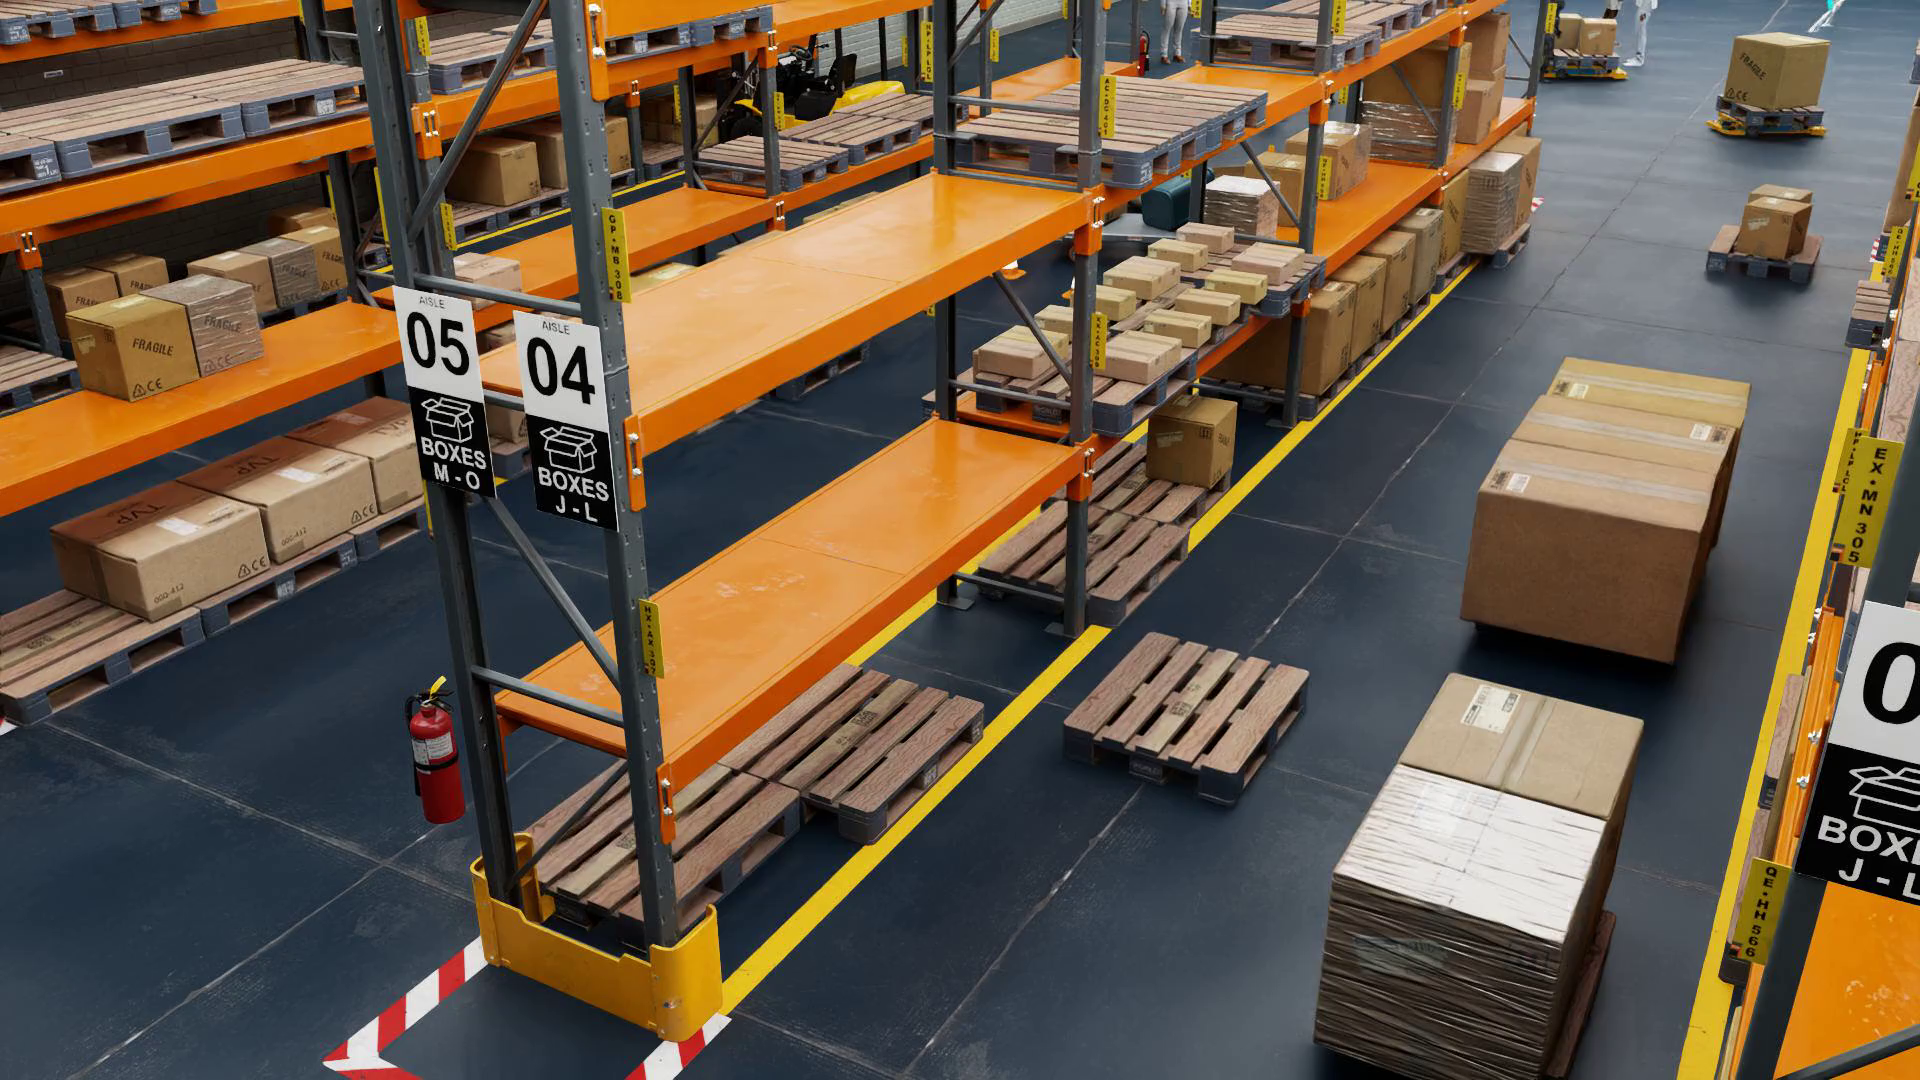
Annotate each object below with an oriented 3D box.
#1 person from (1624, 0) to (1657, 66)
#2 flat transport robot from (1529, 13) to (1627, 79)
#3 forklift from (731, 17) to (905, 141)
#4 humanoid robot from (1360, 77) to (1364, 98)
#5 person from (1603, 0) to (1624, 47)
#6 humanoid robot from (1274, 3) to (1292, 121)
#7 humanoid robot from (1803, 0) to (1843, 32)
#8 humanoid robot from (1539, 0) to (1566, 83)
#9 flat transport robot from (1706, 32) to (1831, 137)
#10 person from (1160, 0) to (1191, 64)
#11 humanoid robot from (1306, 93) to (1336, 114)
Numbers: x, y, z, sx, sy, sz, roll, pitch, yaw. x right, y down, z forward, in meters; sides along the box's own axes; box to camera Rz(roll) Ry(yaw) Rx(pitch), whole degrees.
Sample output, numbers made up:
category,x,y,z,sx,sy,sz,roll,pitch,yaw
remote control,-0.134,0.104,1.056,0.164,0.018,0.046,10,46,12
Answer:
category,x,y,z,sx,sy,sz,roll,pitch,yaw
person,11.604,-9.018,28.204,0.377,1.907,0.675,6,26,13
flat transport robot,10.238,-7.810,27.570,1.431,0.231,0.659,2,26,5
forklift,-1.819,-5.975,21.543,2.313,2.155,1.214,14,29,26
humanoid robot,6.245,-7.613,25.500,0.883,1.783,0.564,1,26,2
person,11.870,-9.946,30.057,0.368,1.964,0.603,1,26,2
humanoid robot,4.675,-6.946,24.156,0.376,1.639,0.608,-15,29,-28
humanoid robot,16.535,-10.520,31.527,0.899,1.769,0.546,1,26,3
humanoid robot,9.542,-8.230,26.828,0.316,1.656,0.603,16,30,30
flat transport robot,11.441,-5.893,23.587,1.431,0.231,0.659,0,26,0
person,3.698,-9.150,28.432,0.627,1.939,0.377,-11,28,-21
humanoid robot,5.435,-7.197,24.740,0.586,1.634,0.724,13,29,25
